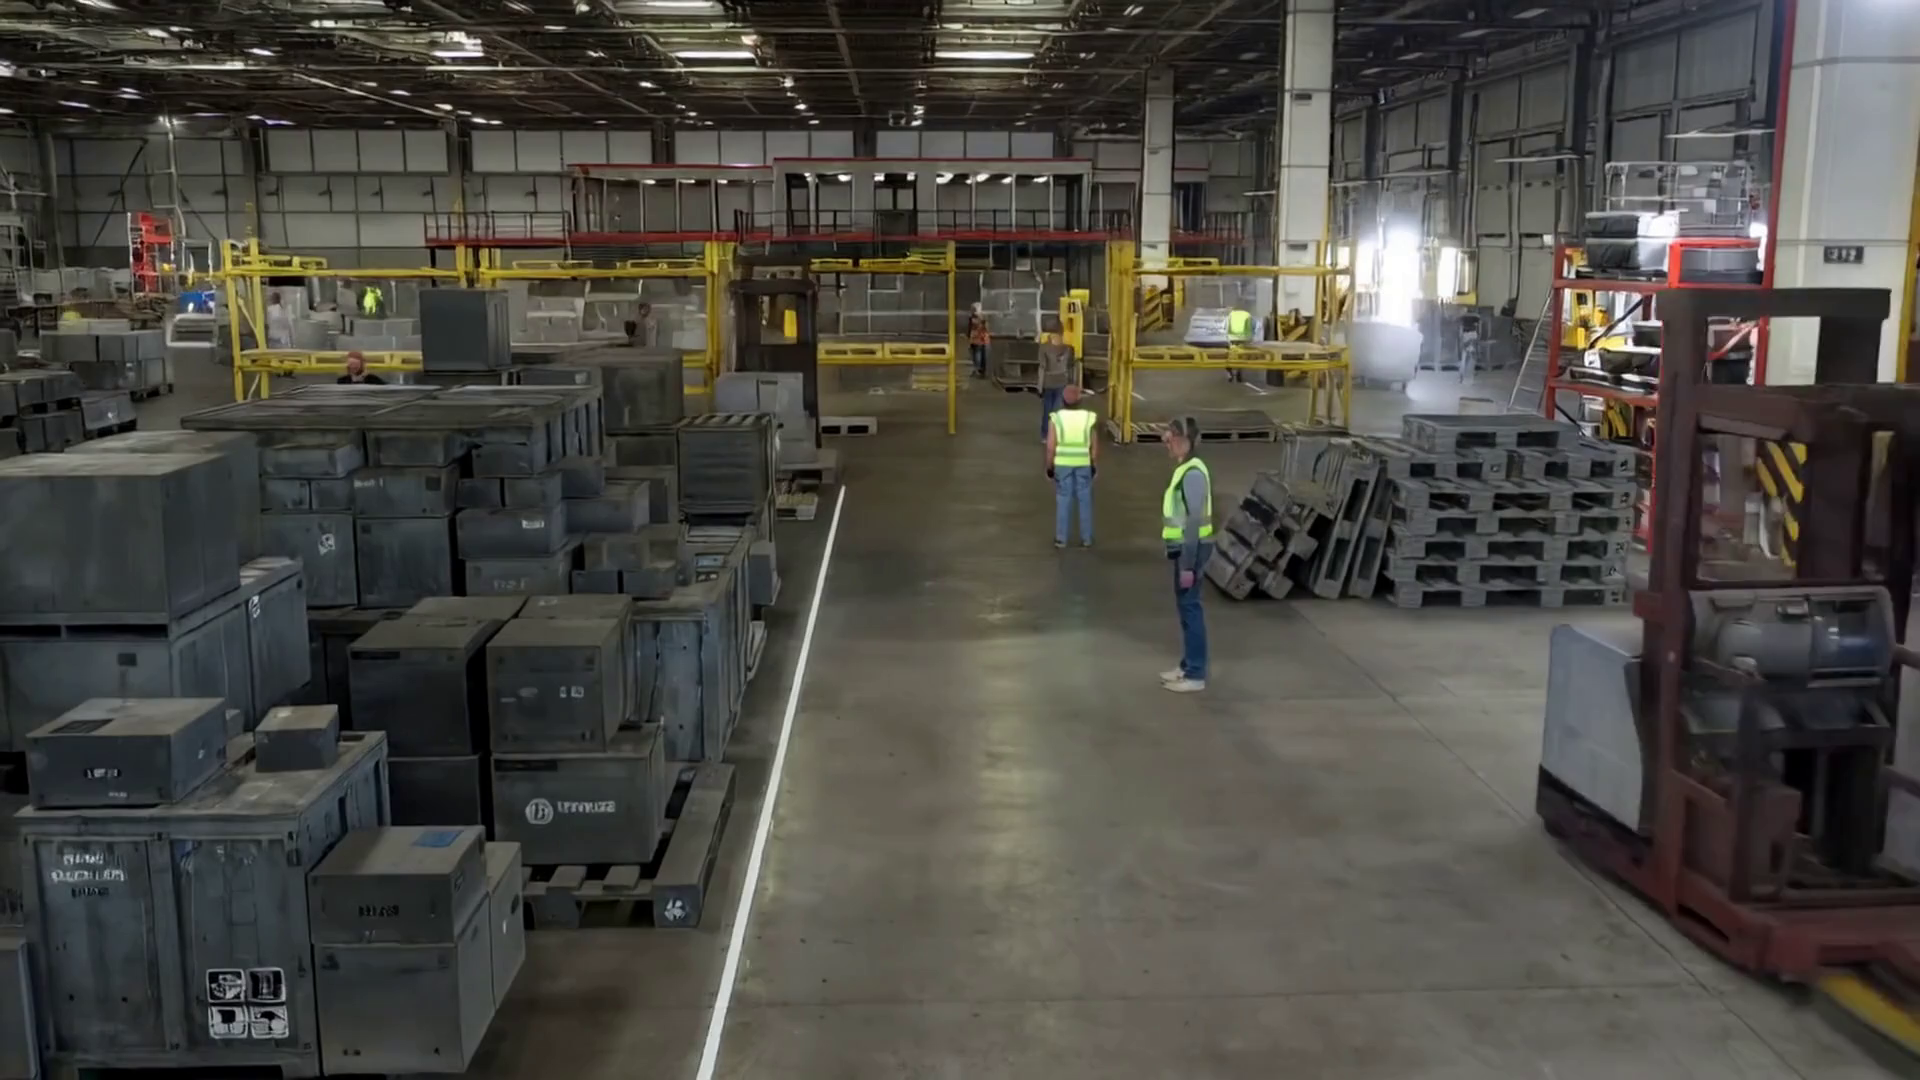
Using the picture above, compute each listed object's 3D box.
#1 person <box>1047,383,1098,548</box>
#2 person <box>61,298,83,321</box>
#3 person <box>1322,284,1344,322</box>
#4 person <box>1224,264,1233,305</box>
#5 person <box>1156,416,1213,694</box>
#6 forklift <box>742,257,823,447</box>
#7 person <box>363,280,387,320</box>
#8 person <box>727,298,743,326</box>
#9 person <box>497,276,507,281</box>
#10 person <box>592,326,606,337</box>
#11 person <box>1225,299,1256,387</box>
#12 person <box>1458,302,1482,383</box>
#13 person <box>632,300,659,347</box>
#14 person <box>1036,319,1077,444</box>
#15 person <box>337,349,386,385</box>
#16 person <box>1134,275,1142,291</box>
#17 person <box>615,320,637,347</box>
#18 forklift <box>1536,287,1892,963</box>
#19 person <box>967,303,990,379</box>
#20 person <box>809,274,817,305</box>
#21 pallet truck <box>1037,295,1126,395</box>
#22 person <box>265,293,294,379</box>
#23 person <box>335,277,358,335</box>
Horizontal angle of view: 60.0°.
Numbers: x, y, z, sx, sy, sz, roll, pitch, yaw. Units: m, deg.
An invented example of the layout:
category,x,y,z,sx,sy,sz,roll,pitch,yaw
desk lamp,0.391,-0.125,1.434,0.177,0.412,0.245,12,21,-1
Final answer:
category,x,y,z,sx,sy,sz,roll,pitch,yaw
person,1.114,-0.731,16.512,0.522,1.638,0.309,-2,10,-9
person,-20.259,-4.638,37.958,0.391,1.750,0.546,6,12,32
person,10.051,-5.945,44.784,0.619,1.928,0.724,6,12,30
person,12.675,-12.010,78.352,0.388,1.996,0.612,-2,10,-10
person,1.526,0.102,11.228,0.351,1.878,0.569,1,10,5
forklift,-2.501,-2.514,22.988,1.129,2.768,1.873,0,10,-2
person,-15.232,-5.771,43.471,0.536,2.000,0.678,2,10,11
person,-4.860,-4.363,36.151,0.328,1.861,0.506,6,12,29
person,-20.150,-11.006,73.097,0.567,1.879,0.353,-5,11,-27
person,-4.867,-1.929,22.452,0.595,1.908,0.392,-1,10,-5
person,5.886,-4.120,34.868,0.623,1.829,0.446,7,12,32
person,10.960,-4.240,35.768,0.487,1.746,0.289,4,11,20
person,-6.046,-3.588,31.650,0.531,1.923,0.693,-8,13,-37
person,1.414,-2.281,24.389,0.590,1.910,0.600,-1,10,-7
person,-6.177,-1.009,17.228,0.628,1.940,0.377,3,11,17
person,6.715,-8.925,61.638,0.637,1.826,0.556,8,13,36
person,-5.290,-2.621,26.676,1.009,1.796,0.526,-5,11,-24
forklift,3.623,0.236,7.666,1.129,2.768,1.873,-1,10,-6
person,0.400,-4.410,36.857,0.531,1.692,0.320,4,11,24
person,-5.293,-8.391,58.383,0.543,1.928,0.373,-5,11,-25
pallet truck,2.483,-3.881,33.060,1.885,1.965,0.823,-7,13,-36
person,-15.069,-4.515,36.843,0.573,1.915,0.386,-5,11,-27
person,-17.819,-6.620,48.324,0.612,1.995,0.393,-6,12,-30
